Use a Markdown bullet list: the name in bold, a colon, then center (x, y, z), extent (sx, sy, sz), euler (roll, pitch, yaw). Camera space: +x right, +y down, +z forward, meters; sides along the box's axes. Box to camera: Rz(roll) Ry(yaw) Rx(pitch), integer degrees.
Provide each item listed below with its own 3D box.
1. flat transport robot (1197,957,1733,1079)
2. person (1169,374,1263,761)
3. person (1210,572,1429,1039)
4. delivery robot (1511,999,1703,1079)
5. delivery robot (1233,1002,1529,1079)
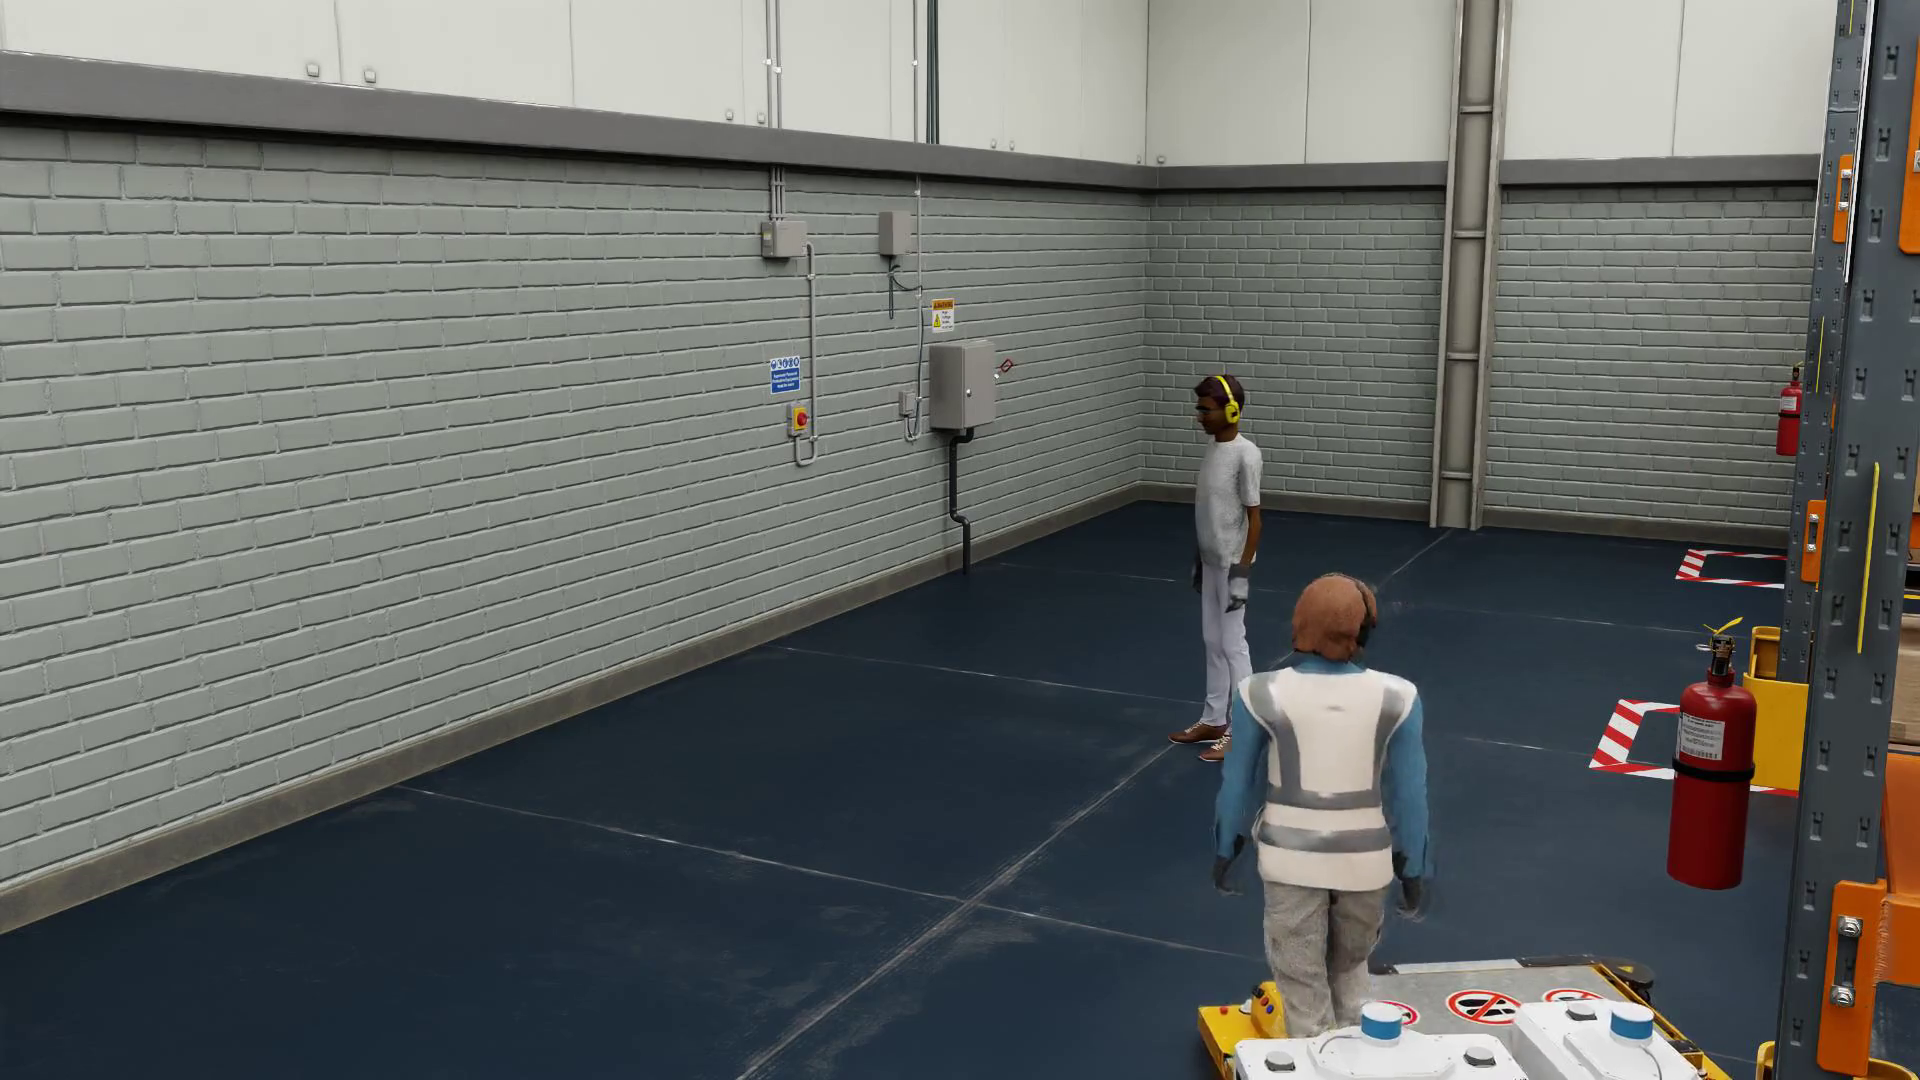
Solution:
- **flat transport robot**: center (1.487, 1.488, 4.955), extent (1.431, 0.197, 0.652), euler (-1, 10, -6)
- **person**: center (1.255, 0.132, 8.011), extent (0.327, 1.865, 0.518), euler (-3, 11, -17)
- **person**: center (0.970, 0.894, 4.503), extent (0.531, 1.620, 0.394), euler (-1, 10, -4)
- **delivery robot**: center (1.704, 1.428, 4.253), extent (0.477, 0.478, 0.707), euler (-1, 10, -6)
- **delivery robot**: center (1.067, 1.428, 4.254), extent (0.707, 0.478, 0.477), euler (-1, 10, -3)
